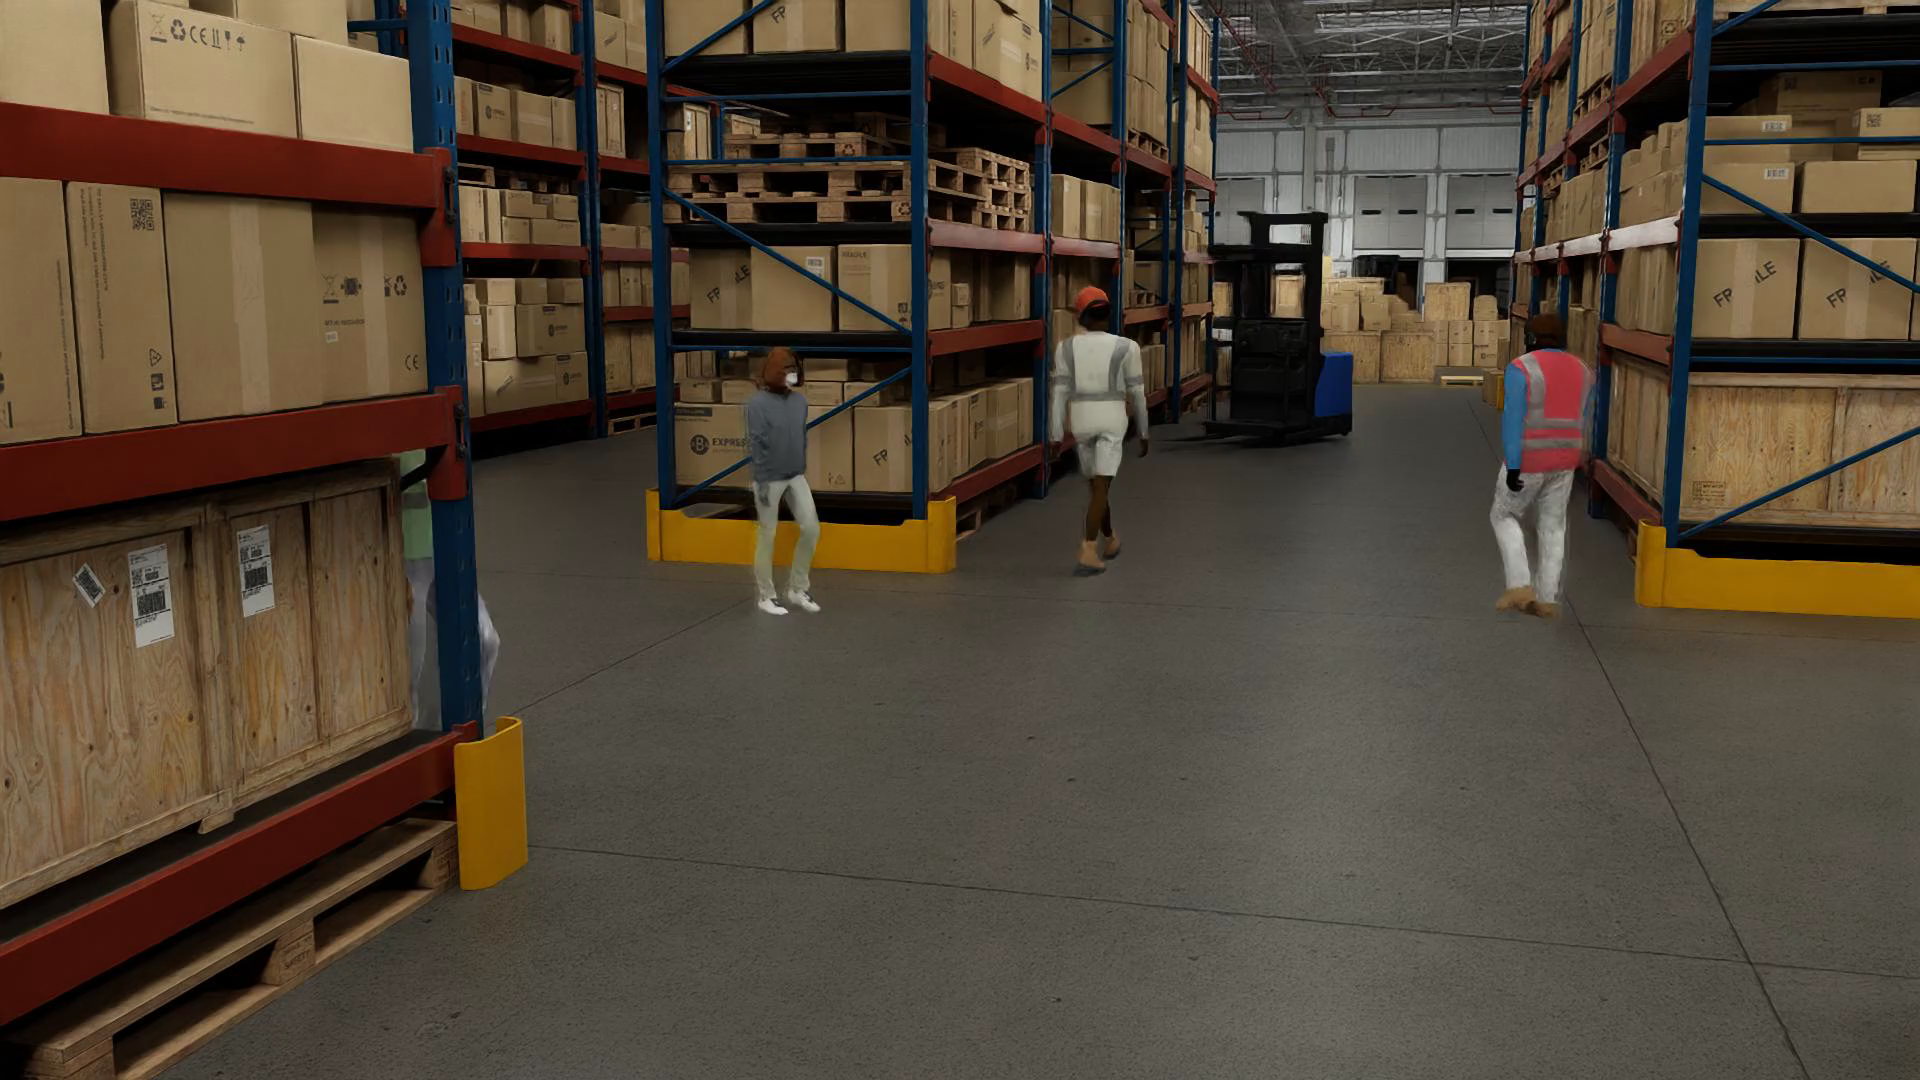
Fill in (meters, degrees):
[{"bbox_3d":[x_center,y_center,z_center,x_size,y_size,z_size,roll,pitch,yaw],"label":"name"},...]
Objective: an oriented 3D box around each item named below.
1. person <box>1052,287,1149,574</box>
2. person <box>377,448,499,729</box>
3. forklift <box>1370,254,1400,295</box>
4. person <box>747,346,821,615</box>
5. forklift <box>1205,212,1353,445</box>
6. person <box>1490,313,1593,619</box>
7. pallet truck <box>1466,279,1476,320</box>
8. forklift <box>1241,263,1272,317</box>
[{"bbox_3d":[0.965,-0.775,11.618,0.630,1.971,1.101,4,10,25],"label":"person"},{"bbox_3d":[-2.025,0.099,6.469,0.628,1.824,0.607,2,9,15],"label":"person"},{"bbox_3d":[14.380,-8.296,56.477,1.129,2.768,1.873,-2,9,-11],"label":"forklift"},{"bbox_3d":[-1.045,-0.337,9.917,0.501,1.618,0.499,9,13,44],"label":"person"},{"bbox_3d":[4.047,-2.660,20.673,1.129,2.768,1.873,7,12,39],"label":"forklift"},{"bbox_3d":[3.469,-0.438,9.933,0.649,1.816,0.458,-3,9,-19],"label":"person"},{"bbox_3d":[18.896,-8.459,60.307,1.885,1.965,0.823,5,10,31],"label":"pallet truck"},{"bbox_3d":[10.551,-8.662,58.805,1.129,2.768,1.873,2,9,15],"label":"forklift"}]
